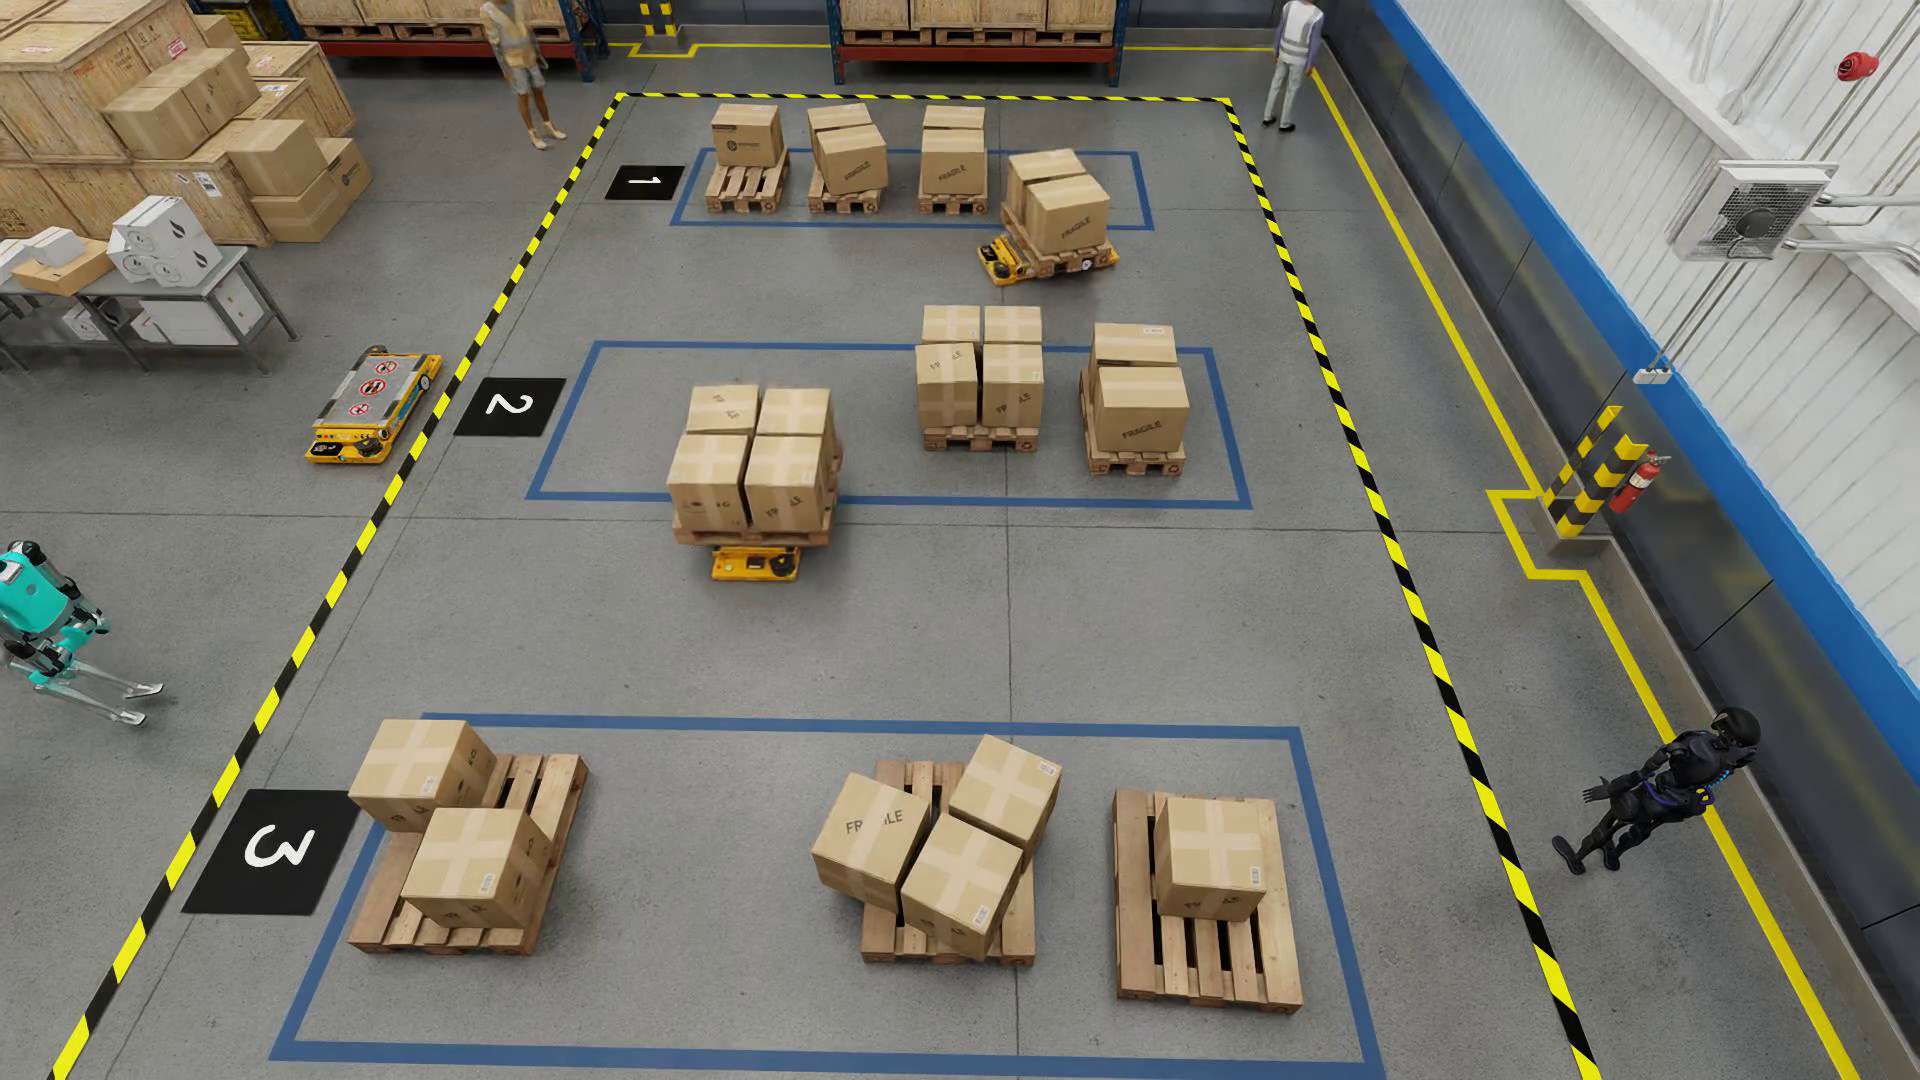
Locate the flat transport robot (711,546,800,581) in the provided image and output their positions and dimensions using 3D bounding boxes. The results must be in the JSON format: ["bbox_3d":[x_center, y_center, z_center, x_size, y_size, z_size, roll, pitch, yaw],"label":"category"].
[{"bbox_3d":[-1.605,-0.280,7.586,0.652,0.197,1.431,1,50,1],"label":"flat transport robot"}]

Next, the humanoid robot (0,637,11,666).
[{"bbox_3d":[-7.250,0.081,6.372,0.553,1.756,1.062,-25,54,-19],"label":"humanoid robot"}]

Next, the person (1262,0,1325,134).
[{"bbox_3d":[4.204,-6.060,11.470,0.404,1.829,0.599,-31,56,-23],"label":"person"}]

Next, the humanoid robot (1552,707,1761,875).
[{"bbox_3d":[3.955,1.445,5.212,0.599,1.657,0.315,-1,50,-1],"label":"humanoid robot"}]

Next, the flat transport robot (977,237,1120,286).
[{"bbox_3d":[0.964,-3.167,10.029,1.431,0.197,0.652,-14,51,-12],"label":"flat transport robot"}]

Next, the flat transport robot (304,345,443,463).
[{"bbox_3d":[-5.383,-1.269,8.441,0.659,0.231,1.431,1,50,1],"label":"flat transport robot"}]

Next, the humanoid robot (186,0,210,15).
[{"bbox_3d":[-9.748,-6.525,11.964,0.432,1.640,0.614,1,50,1],"label":"humanoid robot"}]

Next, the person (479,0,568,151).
[{"bbox_3d":[-5.318,-5.832,11.140,0.379,2.045,0.604,29,56,22],"label":"person"}]

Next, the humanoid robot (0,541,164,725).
[{"bbox_3d":[-5.855,0.605,5.805,0.735,1.677,0.533,0,50,0],"label":"humanoid robot"}]
